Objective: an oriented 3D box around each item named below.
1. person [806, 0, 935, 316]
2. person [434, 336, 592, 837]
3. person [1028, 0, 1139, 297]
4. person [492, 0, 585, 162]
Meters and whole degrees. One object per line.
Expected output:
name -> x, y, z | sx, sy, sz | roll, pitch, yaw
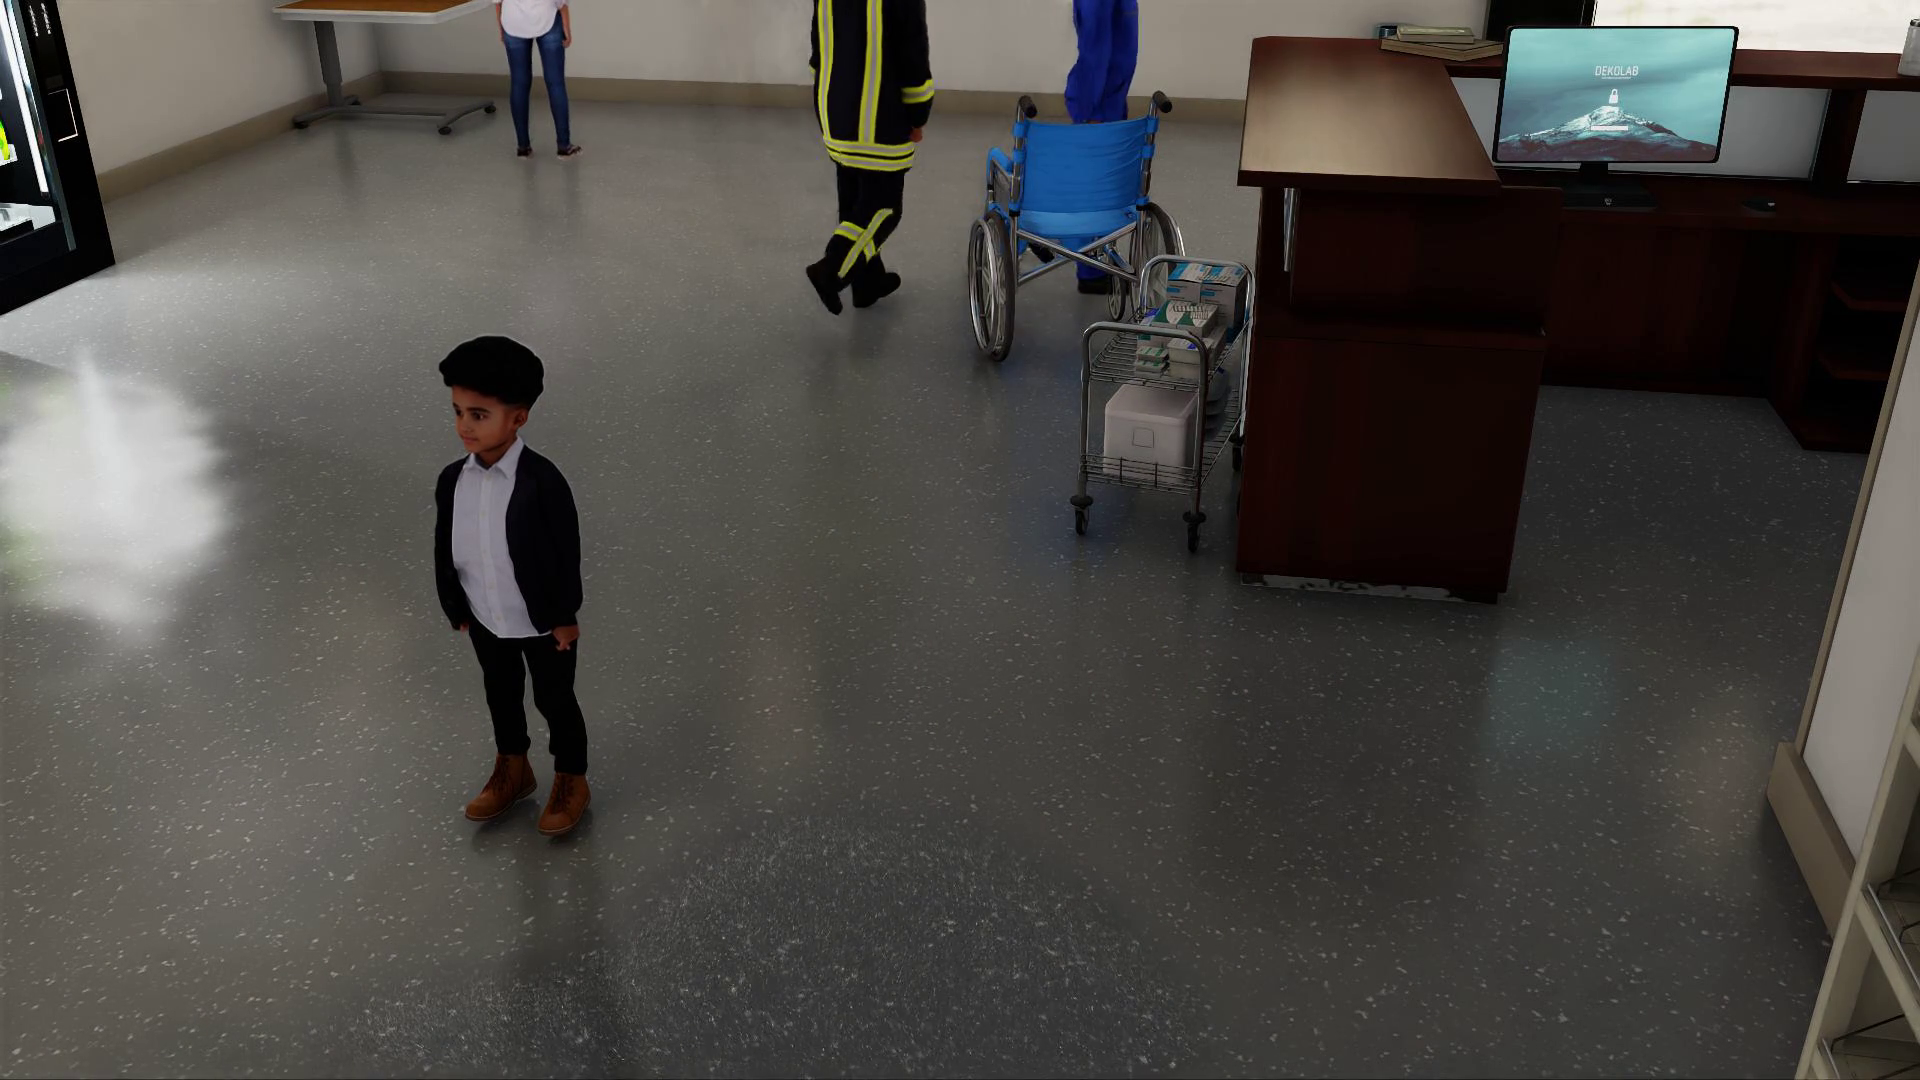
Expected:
person -> -0.445, -1.879, 7.280 | 1.058, 1.904, 1.194 | 15, 29, 28
person -> -1.035, 0.113, 3.885 | 0.531, 1.226, 0.514 | 9, 27, 17
person -> 0.560, -2.032, 7.702 | 0.824, 1.814, 0.803 | 3, 26, 6
person -> -2.665, -3.236, 10.315 | 0.674, 1.712, 0.649 | 1, 26, 1
